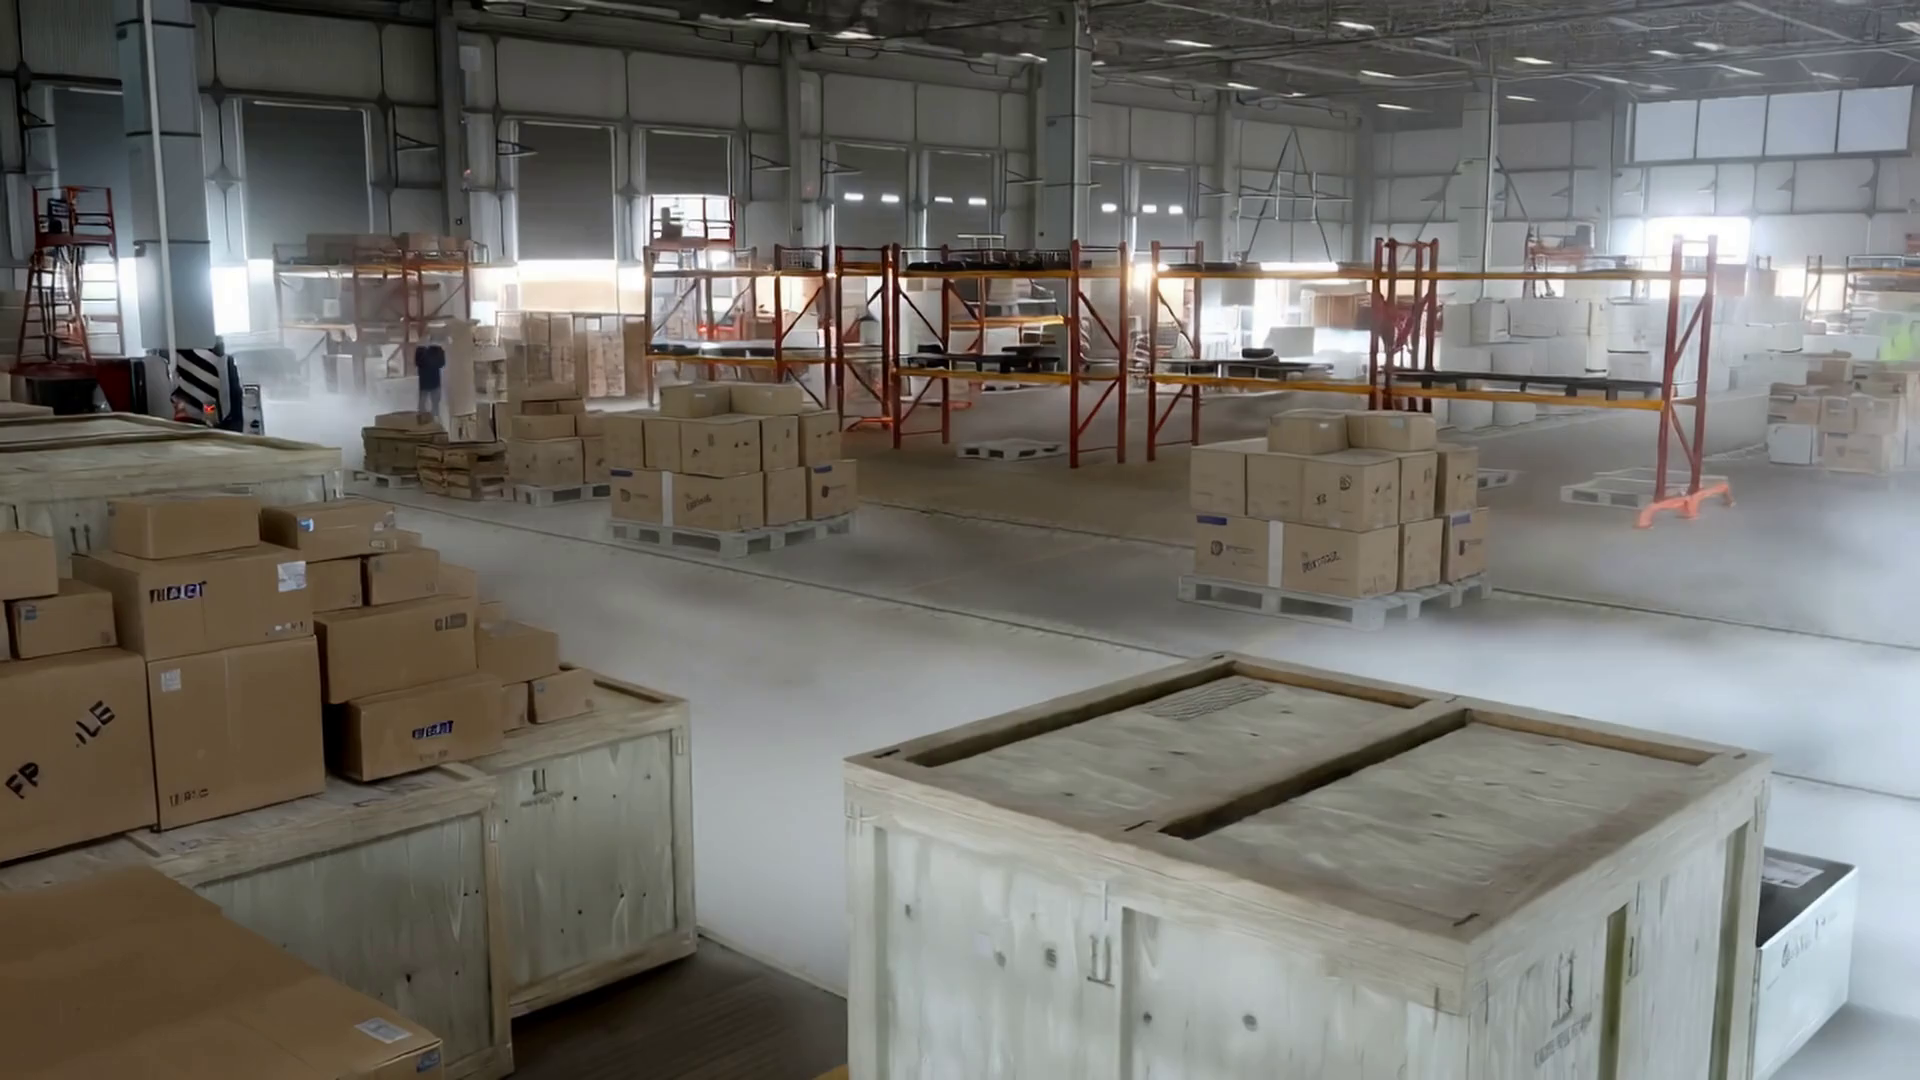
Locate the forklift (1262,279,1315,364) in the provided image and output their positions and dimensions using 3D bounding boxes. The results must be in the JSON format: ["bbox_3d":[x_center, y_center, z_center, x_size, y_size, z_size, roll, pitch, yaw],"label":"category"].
[{"bbox_3d":[8.555,-6.090,44.881,1.873,2.768,1.129,9,13,43],"label":"forklift"}]

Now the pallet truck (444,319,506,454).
[{"bbox_3d":[-6.981,-1.942,22.150,1.885,1.965,0.823,1,9,9],"label":"pallet truck"}]

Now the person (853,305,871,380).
[{"bbox_3d":[-2.333,-4.760,40.037,0.522,1.808,0.945,2,9,11],"label":"person"}]

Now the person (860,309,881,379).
[{"bbox_3d":[-2.109,-4.537,38.933,0.490,1.718,0.753,0,9,3],"label":"person"}]

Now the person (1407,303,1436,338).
[{"bbox_3d":[10.427,-4.428,37.606,0.653,1.926,0.432,4,10,25],"label":"person"}]

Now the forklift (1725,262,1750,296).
[{"bbox_3d":[20.714,-6.029,44.512,1.873,2.768,1.129,7,12,37],"label":"forklift"}]

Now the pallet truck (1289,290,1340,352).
[{"bbox_3d":[11.297,-6.951,52.861,1.885,1.965,0.823,-5,11,-29],"label":"pallet truck"}]

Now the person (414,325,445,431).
[{"bbox_3d":[-7.612,-2.147,23.832,0.556,1.856,0.405,3,10,19],"label":"person"}]

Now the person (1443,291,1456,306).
[{"bbox_3d":[16.027,-7.138,54.202,0.627,1.936,0.370,9,13,43],"label":"person"}]
